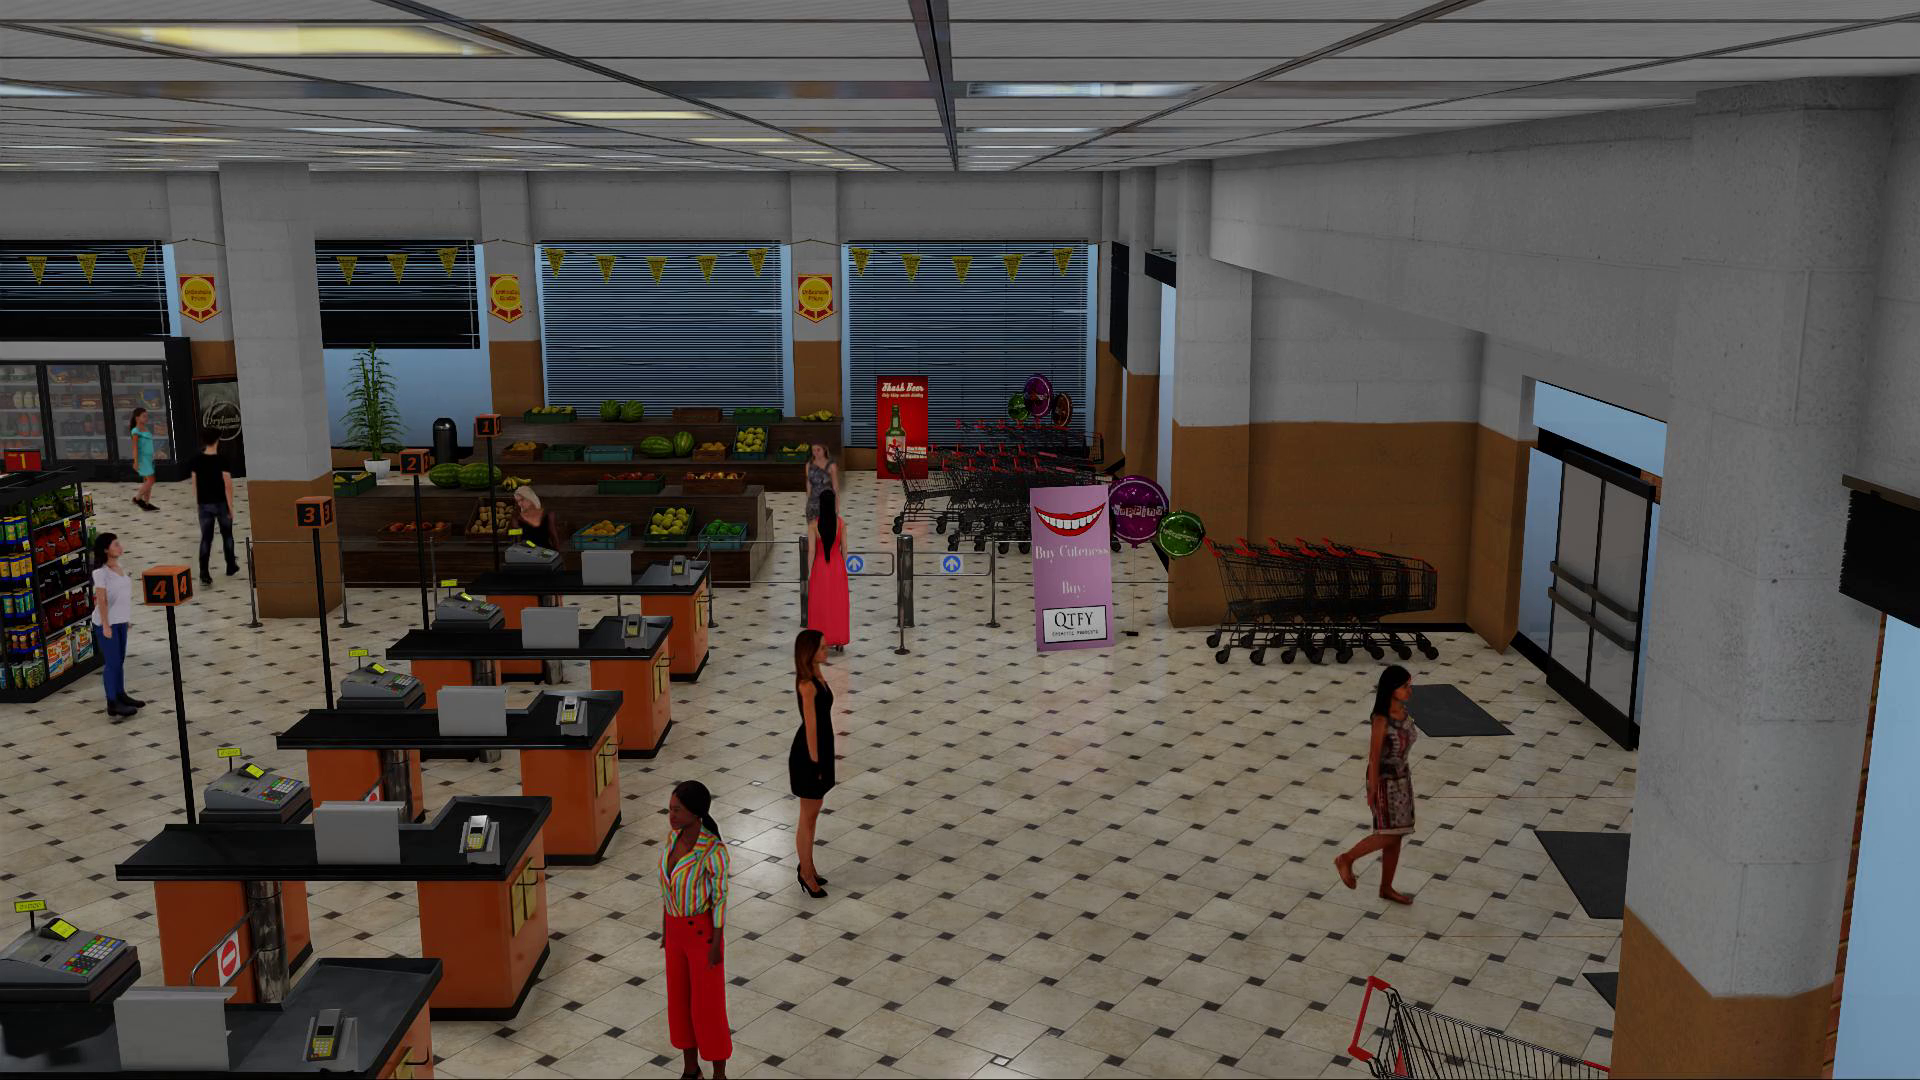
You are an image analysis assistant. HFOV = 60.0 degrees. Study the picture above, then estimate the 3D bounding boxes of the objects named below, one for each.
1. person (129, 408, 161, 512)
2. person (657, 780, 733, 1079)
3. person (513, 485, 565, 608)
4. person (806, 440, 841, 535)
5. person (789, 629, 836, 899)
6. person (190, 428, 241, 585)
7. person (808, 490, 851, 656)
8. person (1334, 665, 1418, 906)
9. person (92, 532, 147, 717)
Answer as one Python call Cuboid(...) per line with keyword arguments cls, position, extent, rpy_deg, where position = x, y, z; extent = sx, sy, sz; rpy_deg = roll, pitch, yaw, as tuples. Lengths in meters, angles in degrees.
Cuboid(cls="person", position=(-12.160, -1.183, 24.626), extent=(0.597, 1.552, 0.549), rpy_deg=(0, 12, -1))
Cuboid(cls="person", position=(-1.358, 2.084, 8.523), extent=(0.651, 1.793, 0.736), rpy_deg=(9, 15, 36))
Cuboid(cls="person", position=(-4.366, 0.266, 17.372), extent=(0.721, 1.704, 0.921), rpy_deg=(-10, 15, -38))
Cuboid(cls="person", position=(-1.672, -0.415, 20.685), extent=(0.899, 1.673, 0.810), rpy_deg=(3, 12, 13))
Cuboid(cls="person", position=(-0.997, 1.495, 11.220), extent=(0.519, 1.834, 0.583), rpy_deg=(0, 12, 1))
Cuboid(cls="person", position=(-9.054, -0.389, 20.080), extent=(1.184, 1.872, 0.857), rpy_deg=(-2, 12, -9))
Cuboid(cls="person", position=(-1.345, 0.332, 17.005), extent=(0.629, 1.727, 0.752), rpy_deg=(-5, 13, -21))
Cuboid(cls="person", position=(2.789, 1.622, 11.105), extent=(0.932, 1.634, 0.856), rpy_deg=(8, 14, 34))
Cuboid(cls="person", position=(-7.675, 0.771, 15.021), extent=(0.546, 1.685, 0.602), rpy_deg=(-2, 12, -7))
